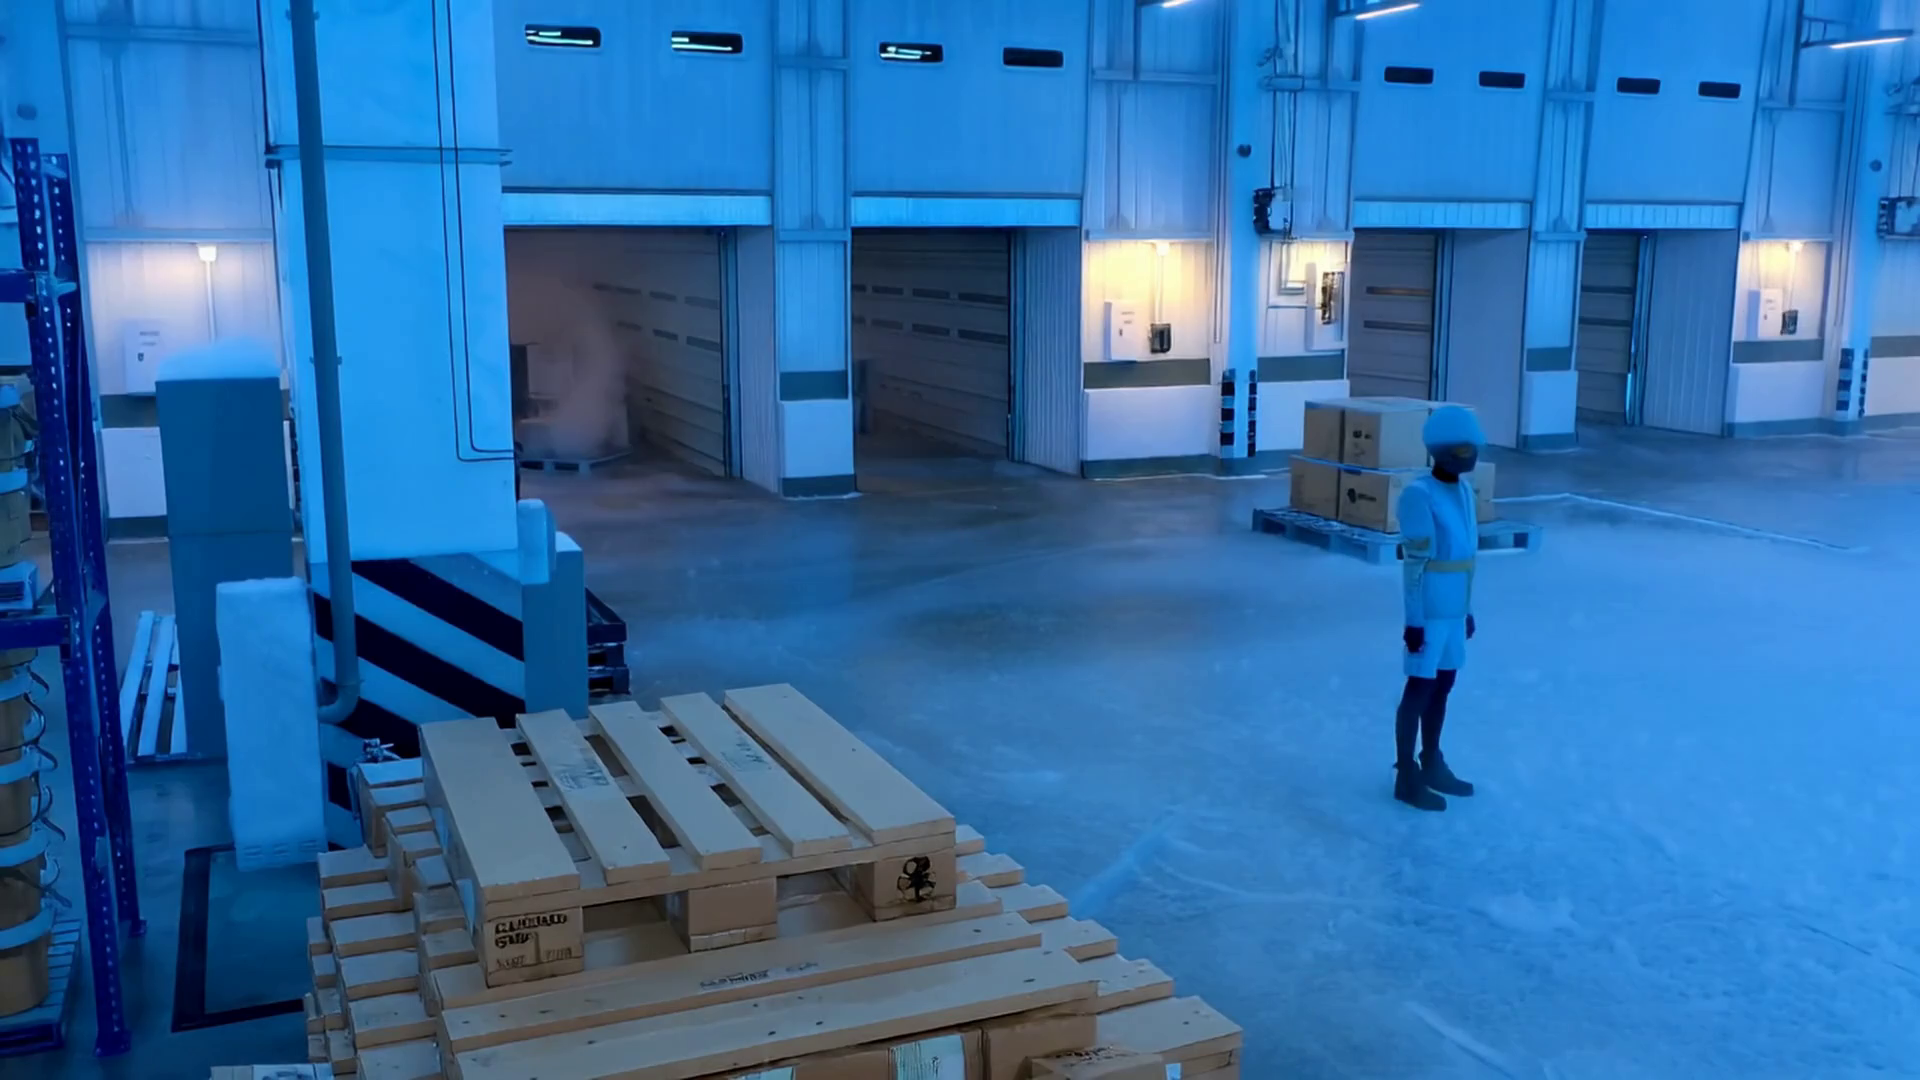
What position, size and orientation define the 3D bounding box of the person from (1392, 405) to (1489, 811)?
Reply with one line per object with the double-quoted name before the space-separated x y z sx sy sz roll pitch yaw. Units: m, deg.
"person" 2.316 0.319 8.011 0.552 1.942 0.342 -10 14 -44
